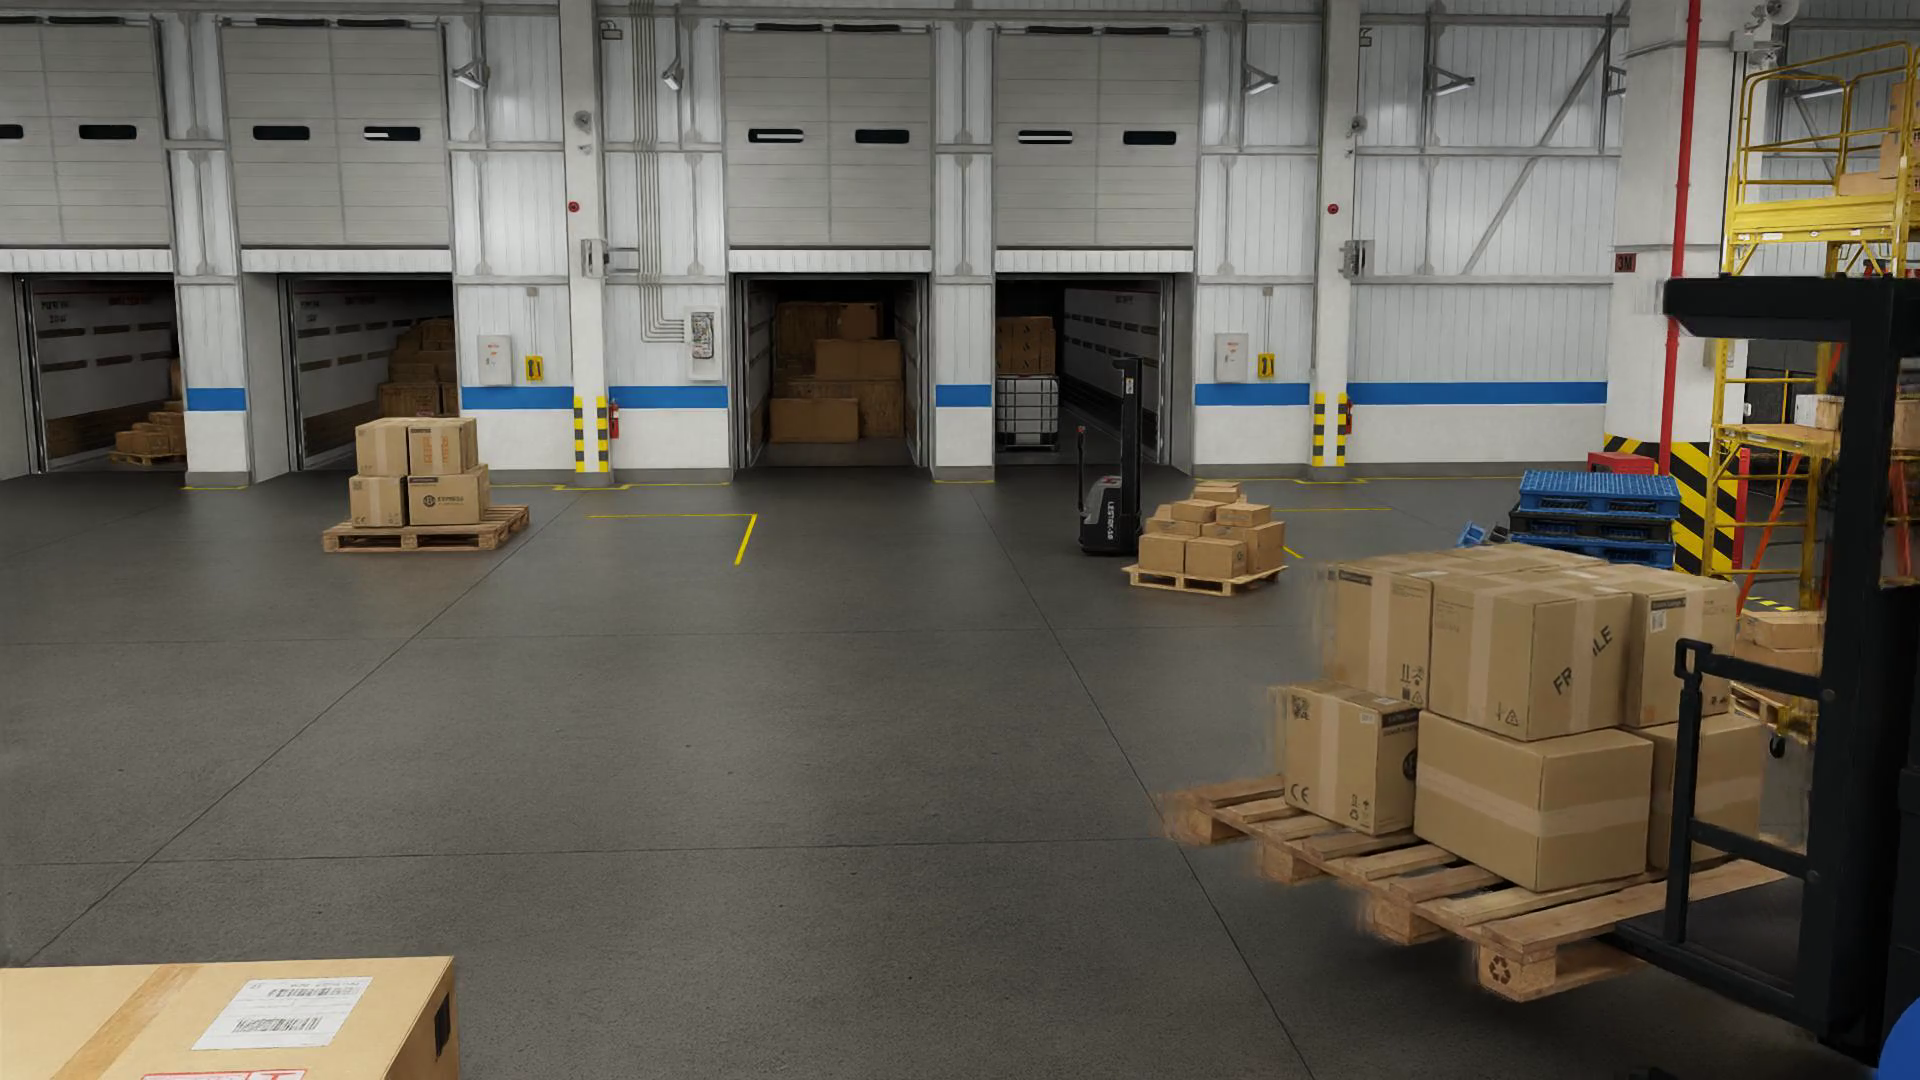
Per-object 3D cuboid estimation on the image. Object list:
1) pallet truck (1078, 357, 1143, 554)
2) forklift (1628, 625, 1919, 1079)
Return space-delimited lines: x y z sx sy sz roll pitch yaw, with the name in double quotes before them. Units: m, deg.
"pallet truck" 2.088 -0.836 16.757 1.885 1.965 0.823 2 9 13
"forklift" 3.165 0.628 4.803 1.129 2.768 1.873 -5 10 -27
